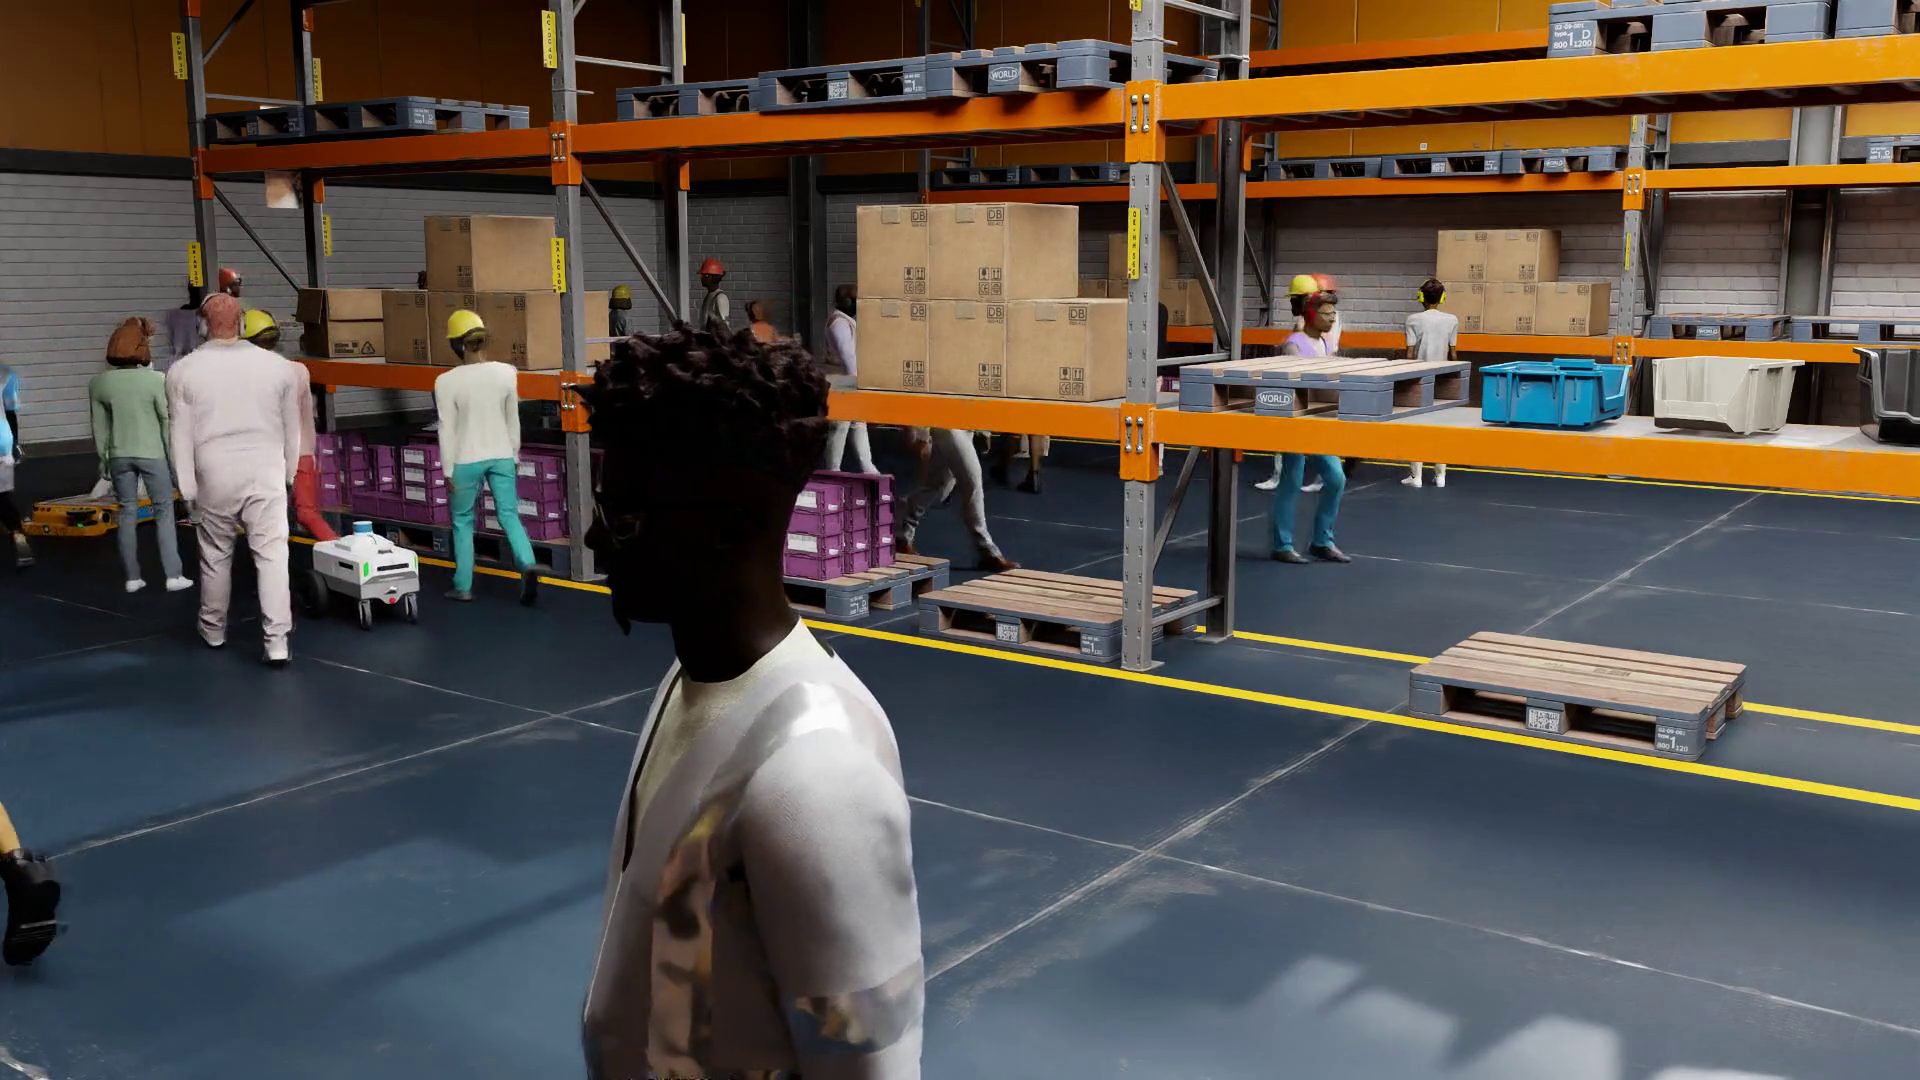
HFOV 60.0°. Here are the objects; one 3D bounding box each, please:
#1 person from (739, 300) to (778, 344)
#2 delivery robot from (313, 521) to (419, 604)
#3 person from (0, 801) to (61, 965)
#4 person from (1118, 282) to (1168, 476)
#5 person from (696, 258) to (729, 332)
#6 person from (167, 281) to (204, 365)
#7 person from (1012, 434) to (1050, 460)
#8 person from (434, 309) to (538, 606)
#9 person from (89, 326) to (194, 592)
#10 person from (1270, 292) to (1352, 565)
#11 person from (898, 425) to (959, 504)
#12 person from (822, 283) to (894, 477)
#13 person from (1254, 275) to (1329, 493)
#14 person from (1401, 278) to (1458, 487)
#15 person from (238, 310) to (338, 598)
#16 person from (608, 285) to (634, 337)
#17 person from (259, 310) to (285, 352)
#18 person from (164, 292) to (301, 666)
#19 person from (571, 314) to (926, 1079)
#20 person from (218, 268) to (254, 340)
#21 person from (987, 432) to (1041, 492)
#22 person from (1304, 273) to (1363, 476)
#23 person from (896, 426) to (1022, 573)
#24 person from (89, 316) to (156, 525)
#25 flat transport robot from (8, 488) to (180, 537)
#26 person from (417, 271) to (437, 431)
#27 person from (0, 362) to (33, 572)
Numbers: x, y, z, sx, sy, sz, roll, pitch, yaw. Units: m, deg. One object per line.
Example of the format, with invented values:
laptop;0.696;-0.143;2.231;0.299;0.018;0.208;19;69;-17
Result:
person;-2.140;-1.787;17.976;0.836;1.600;0.523;8;13;40
delivery robot;-3.348;0.137;9.362;0.477;0.478;0.707;-9;13;-43
person;-2.957;0.298;4.638;0.804;1.918;0.553;4;10;24
person;1.698;-1.576;15.564;0.393;1.990;0.617;9;13;43
person;-2.855;-2.216;19.218;0.366;2.048;0.607;-5;11;-27
person;-7.026;-1.510;15.507;0.581;1.873;0.908;2;10;14
person;0.725;-1.640;16.991;0.514;1.642;0.314;-6;11;-31
person;-2.778;-0.468;9.690;0.549;1.745;0.716;-7;12;-38
person;-5.015;-0.486;10.152;0.515;1.632;0.303;0;10;-1
person;2.354;-0.720;11.003;0.654;1.819;0.570;8;13;40
person;-0.244;-1.210;13.704;0.662;1.891;0.658;6;11;30
person;-0.935;-1.352;14.774;0.562;1.839;0.641;0;10;2
person;2.942;-1.354;14.529;0.792;1.896;0.597;6;11;32
person;4.191;-1.402;14.903;0.532;1.868;0.310;-1;10;-6
person;-3.939;-0.475;9.754;0.739;1.734;0.538;7;12;36
person;-3.901;-2.071;19.258;0.484;1.744;0.295;9;13;43
person;-5.960;-1.144;14.149;0.577;1.614;0.477;4;10;20
person;-3.656;-0.308;8.416;0.636;1.859;1.011;-6;11;-31
person;-0.231;0.737;1.868;0.374;1.966;0.608;-3;10;-19
person;-6.530;-1.470;15.046;0.501;1.950;0.644;0;10;2
person;0.497;-1.375;14.753;0.551;1.866;0.996;-4;10;-21
person;3.429;-1.549;15.651;0.870;1.914;0.544;6;11;31
person;-0.083;-0.745;10.975;1.065;1.885;0.637;5;11;29
person;-6.393;-0.899;12.694;0.540;1.607;0.562;7;12;35
flat transport robot;-6.455;-0.236;12.705;0.652;0.197;1.431;2;10;12
person;-6.320;-2.255;19.874;0.405;1.904;0.653;-2;10;-13
person;-6.212;-0.580;10.546;0.562;1.675;0.544;7;12;36
